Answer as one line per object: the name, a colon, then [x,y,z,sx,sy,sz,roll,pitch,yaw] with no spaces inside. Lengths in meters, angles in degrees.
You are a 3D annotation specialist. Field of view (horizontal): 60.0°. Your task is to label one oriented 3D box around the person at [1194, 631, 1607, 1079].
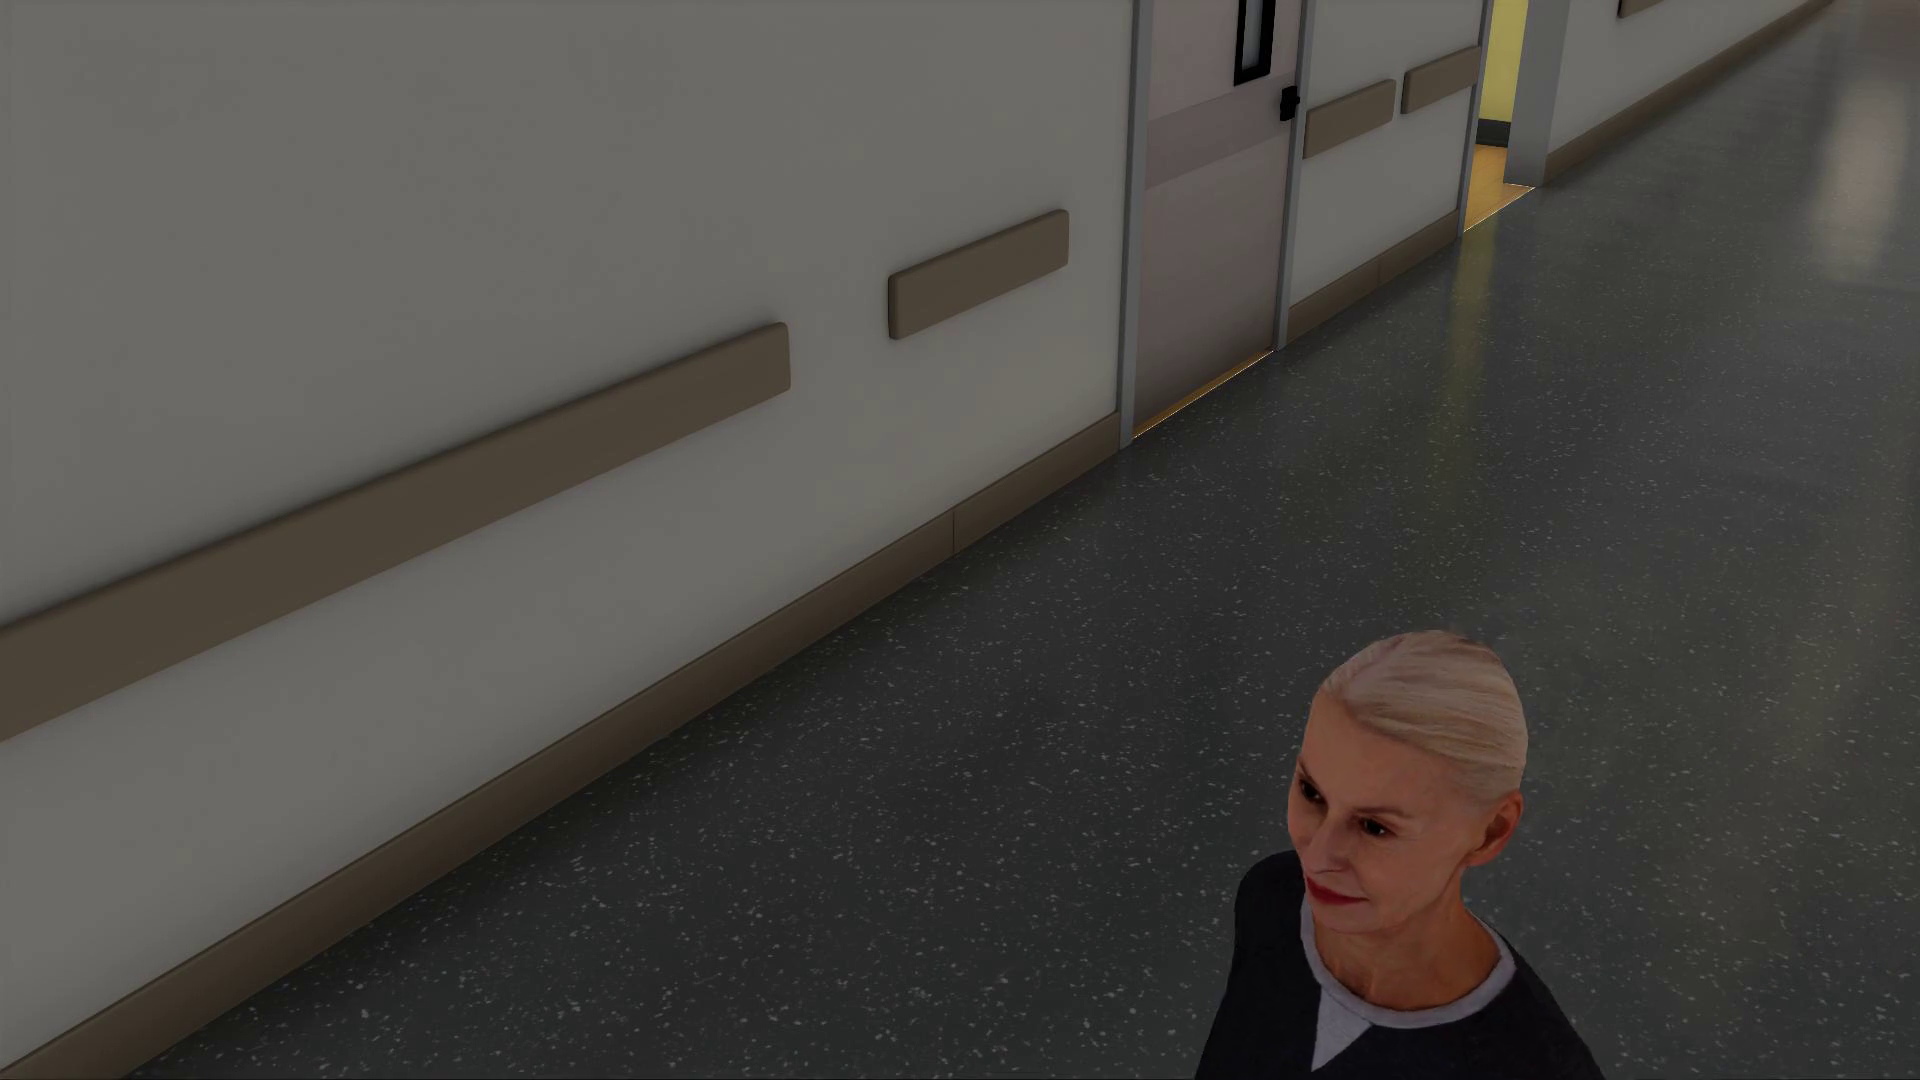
person: [0.474,0.841,1.754,0.889,1.682,1.111,-19,32,-34]
